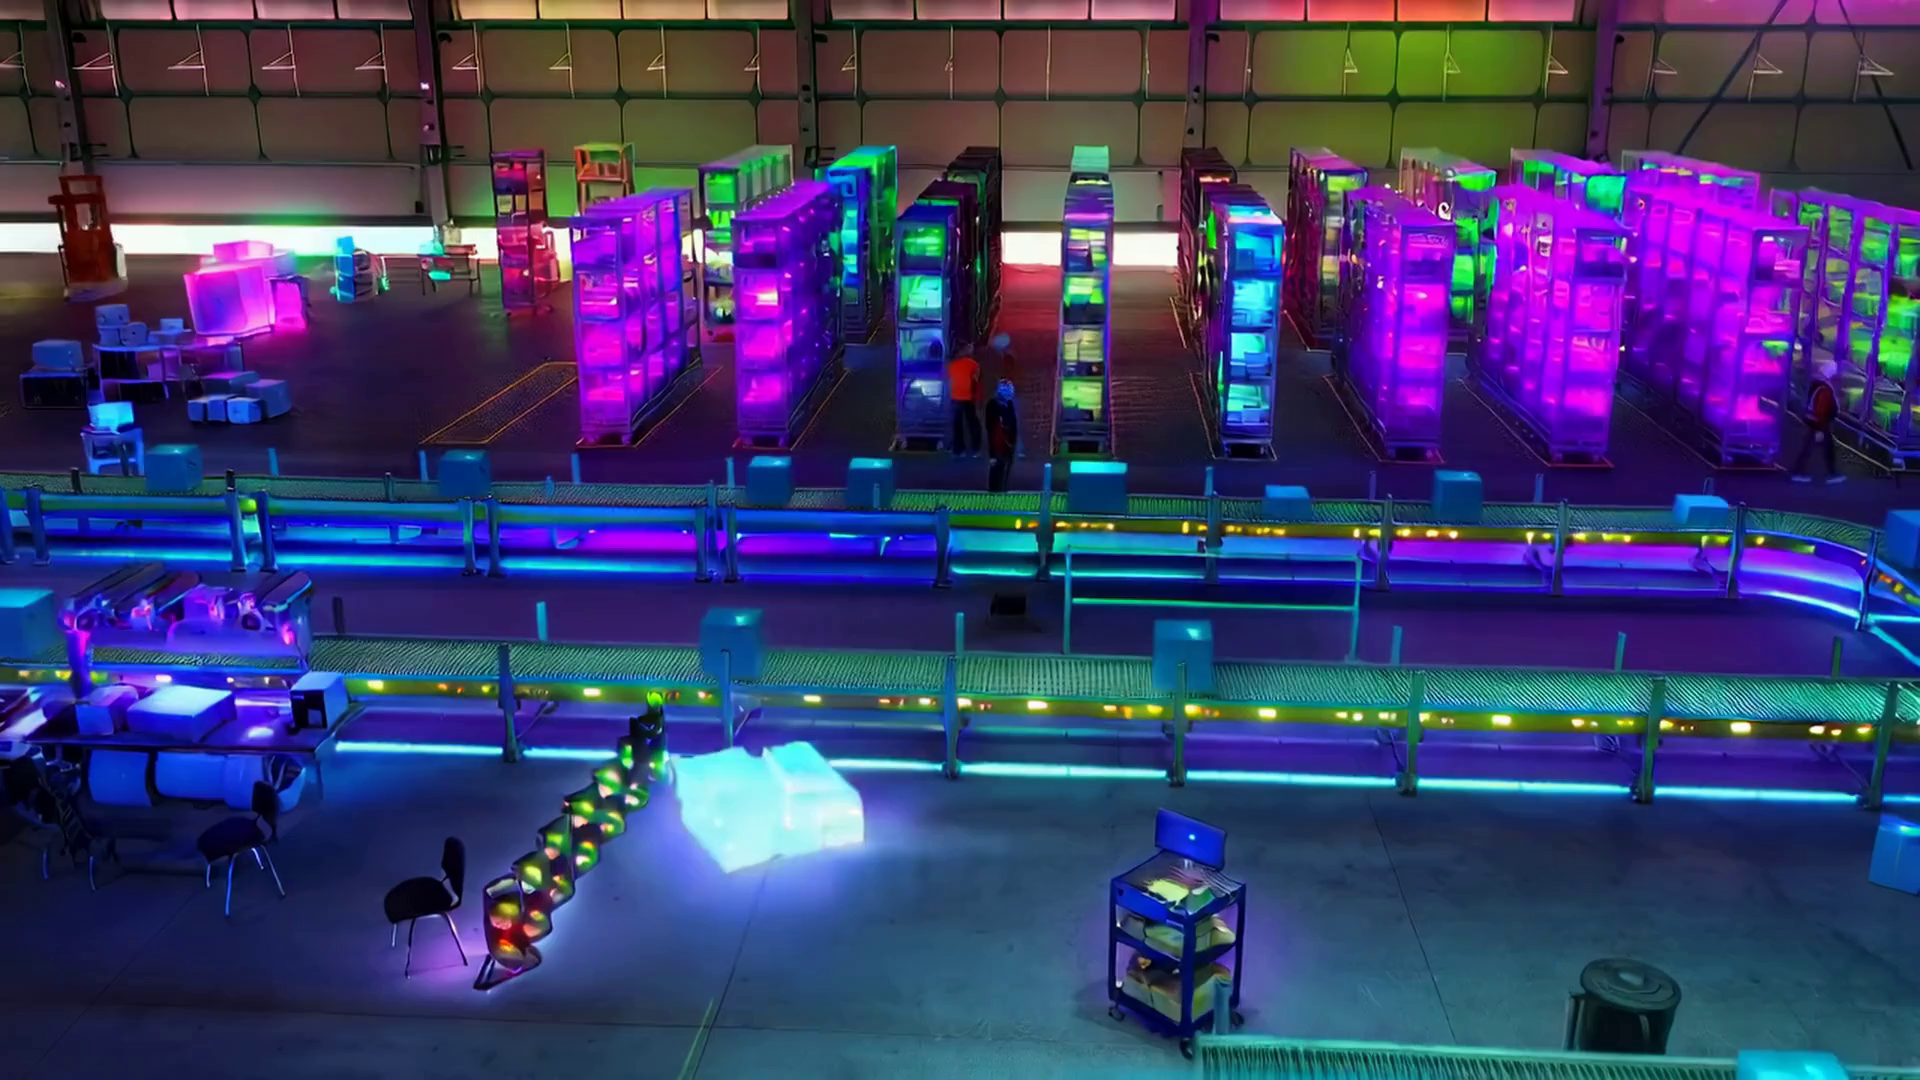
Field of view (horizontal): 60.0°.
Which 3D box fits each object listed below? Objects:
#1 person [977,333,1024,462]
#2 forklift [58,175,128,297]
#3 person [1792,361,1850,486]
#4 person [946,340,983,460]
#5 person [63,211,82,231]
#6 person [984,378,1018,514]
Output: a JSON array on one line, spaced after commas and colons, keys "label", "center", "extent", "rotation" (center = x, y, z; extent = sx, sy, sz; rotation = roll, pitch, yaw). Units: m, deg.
[{"label": "person", "center": [0.593, -2.164, 25.202], "extent": [0.842, 1.957, 0.636], "rotation": [1, 18, 2]}, {"label": "forklift", "center": [-21.210, -7.462, 40.522], "extent": [1.129, 2.768, 1.873], "rotation": [-5, 18, -14]}, {"label": "person", "center": [12.497, -1.675, 23.915], "extent": [0.821, 1.801, 0.621], "rotation": [2, 18, 7]}, {"label": "person", "center": [0.117, -2.147, 25.413], "extent": [0.638, 1.805, 0.676], "rotation": [8, 19, 25]}, {"label": "person", "center": [-22.186, -7.390, 41.878], "extent": [0.655, 1.921, 0.547], "rotation": [-1, 18, -2]}, {"label": "person", "center": [0.573, -1.241, 22.380], "extent": [0.405, 1.905, 0.650], "rotation": [8, 19, 23]}]
